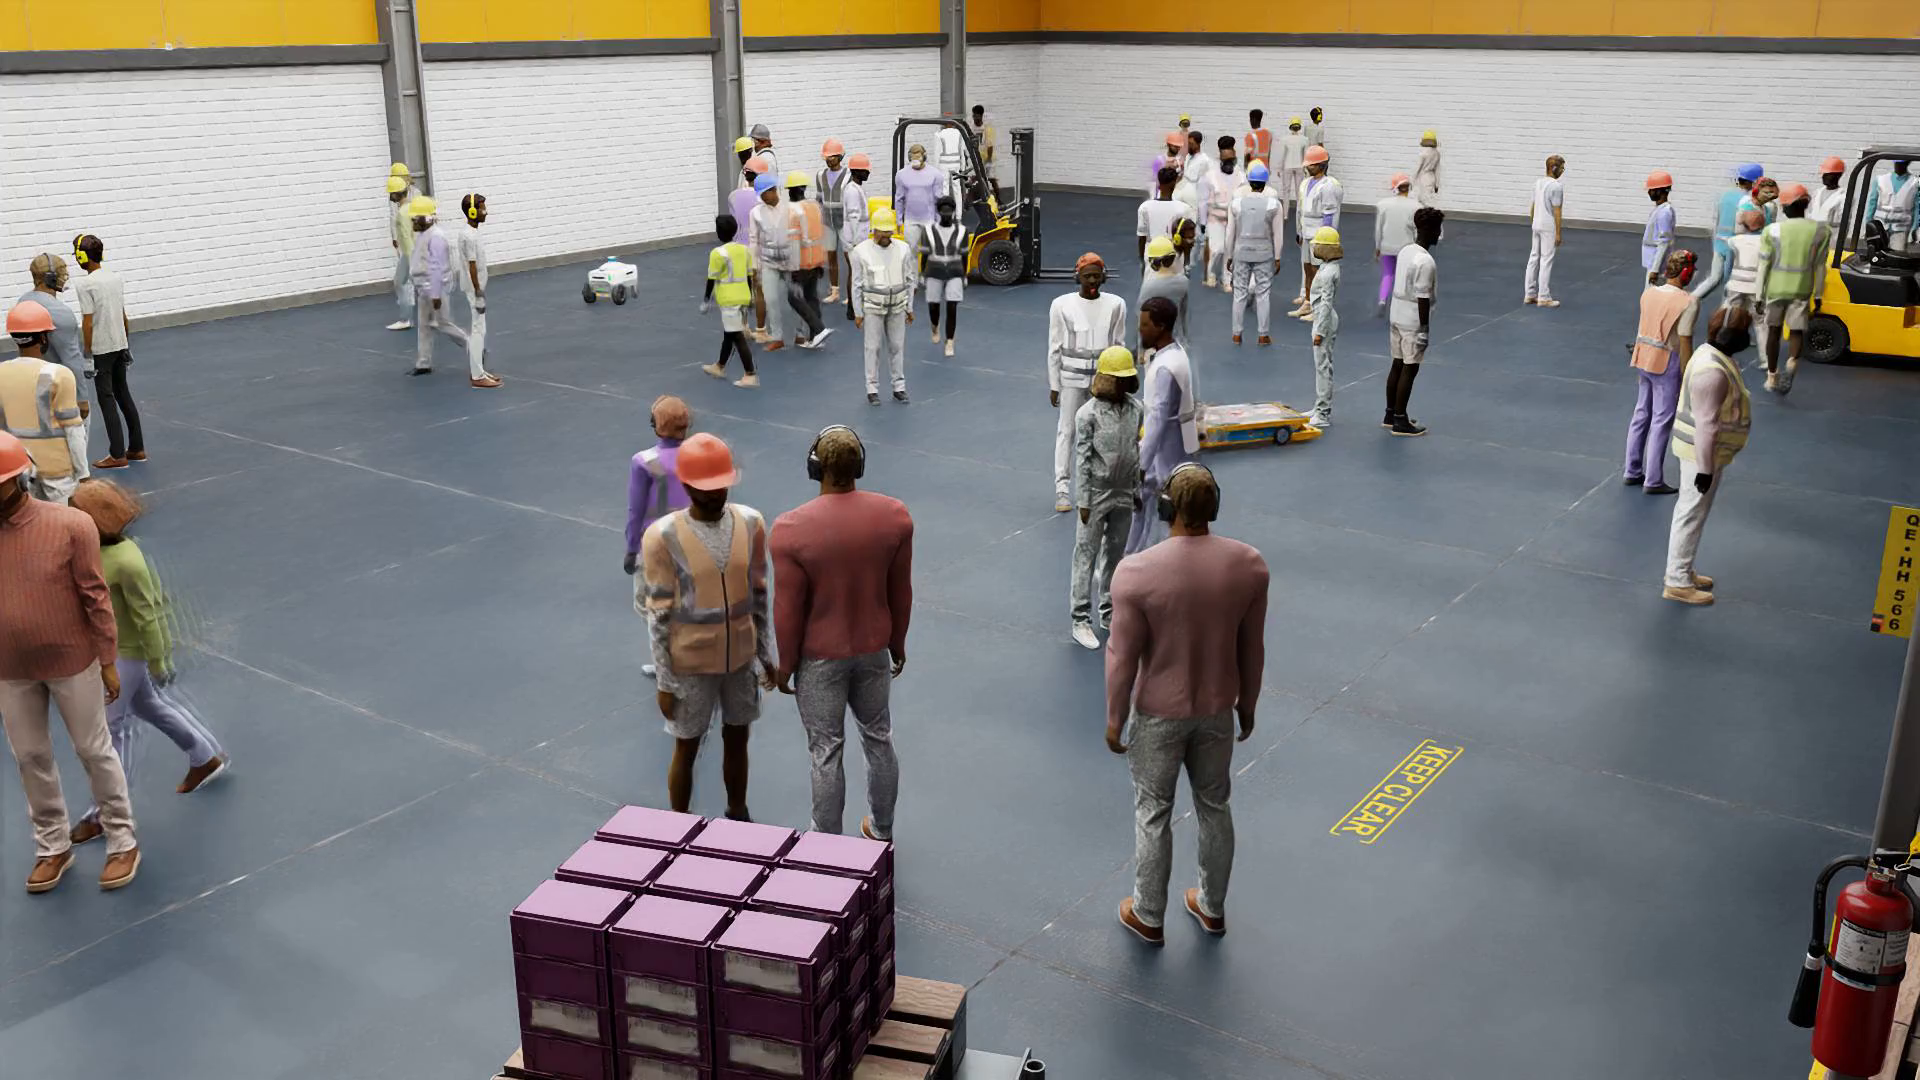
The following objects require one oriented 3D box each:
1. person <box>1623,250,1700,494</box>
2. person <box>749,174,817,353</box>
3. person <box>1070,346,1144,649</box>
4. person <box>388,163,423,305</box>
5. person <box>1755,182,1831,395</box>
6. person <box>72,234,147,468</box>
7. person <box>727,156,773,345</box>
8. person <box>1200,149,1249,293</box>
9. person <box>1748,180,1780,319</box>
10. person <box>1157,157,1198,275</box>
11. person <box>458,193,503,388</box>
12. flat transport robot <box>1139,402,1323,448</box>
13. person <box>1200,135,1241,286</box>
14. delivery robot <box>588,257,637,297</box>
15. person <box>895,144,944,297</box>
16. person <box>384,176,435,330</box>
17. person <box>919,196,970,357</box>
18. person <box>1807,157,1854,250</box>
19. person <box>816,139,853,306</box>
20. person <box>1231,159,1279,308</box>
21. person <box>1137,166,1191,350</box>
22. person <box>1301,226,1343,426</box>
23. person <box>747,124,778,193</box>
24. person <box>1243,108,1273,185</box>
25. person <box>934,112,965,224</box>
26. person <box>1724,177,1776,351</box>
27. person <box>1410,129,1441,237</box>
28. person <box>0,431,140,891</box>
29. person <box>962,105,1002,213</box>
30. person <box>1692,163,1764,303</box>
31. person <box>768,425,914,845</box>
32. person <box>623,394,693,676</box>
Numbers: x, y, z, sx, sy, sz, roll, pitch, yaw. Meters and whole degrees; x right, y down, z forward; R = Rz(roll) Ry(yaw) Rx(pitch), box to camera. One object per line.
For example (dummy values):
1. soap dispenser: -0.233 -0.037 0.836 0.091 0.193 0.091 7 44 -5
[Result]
1. person: 5.271 -1.257 12.522 0.391 1.837 0.560 -5 18 -14
2. person: -1.872 -2.940 17.707 0.715 1.901 0.479 0 18 0
3. person: 0.866 -0.253 9.527 0.486 1.744 0.311 -13 22 -35
4. person: -6.852 -3.788 20.607 0.321 1.737 0.487 12 22 34
5. person: 7.798 -2.333 15.635 0.630 2.001 0.799 7 19 21
6. person: -6.807 -1.496 13.241 0.341 1.857 0.524 3 18 8
7. person: -2.219 -3.145 18.115 0.613 2.033 0.411 10 20 28
8. person: 3.424 -4.108 21.444 0.647 1.826 0.447 -3 18 -11
9. person: 9.475 -3.437 19.679 0.290 1.627 0.504 13 22 35
10. person: 2.469 -3.504 19.433 0.405 1.906 0.653 -10 20 -29
11. person: -4.660 -2.405 16.076 0.324 1.862 0.511 -5 18 -16
12. flat transport robot: 2.306 -0.975 14.166 1.431 0.197 0.652 -7 19 -21
13. person: 3.452 -4.345 21.968 0.614 1.963 0.362 16 24 41
14. delivery robot: -4.349 -3.308 20.852 0.477 0.478 0.707 6 19 18
15. person: -0.514 -4.041 21.086 0.636 1.930 0.382 3 18 11
16. person: -6.298 -3.246 18.888 0.729 1.734 0.554 0 18 1
17. person: -0.159 -2.804 17.593 0.544 1.682 0.525 -1 18 -2
18. person: 9.912 -3.408 19.100 0.438 1.936 0.557 -6 19 -17
19. person: -1.520 -3.895 20.464 0.607 2.035 0.414 10 20 28
20. person: 3.573 -3.721 20.277 0.598 1.805 0.751 6 19 19
21. person: 2.174 -2.968 17.660 0.605 1.966 0.367 8 20 25
22. person: 3.165 -1.870 14.588 0.297 1.744 0.487 4 18 12
23. person: -2.774 -4.705 22.972 0.538 2.000 0.686 -2 18 -7
24. person: 5.080 -6.304 28.146 0.607 1.944 0.712 -12 22 -34
25. person: -0.179 -6.303 28.223 0.583 1.882 0.337 -7 19 -22
26. person: 8.459 -2.974 17.886 0.563 1.838 0.389 -15 23 -39
27. person: 7.476 -5.719 26.700 0.489 1.697 0.904 -15 23 -38
28. person: -3.763 0.502 6.792 0.626 1.980 0.411 -2 18 -8
29. person: 0.395 -6.860 29.944 0.617 1.897 1.075 16 24 41
30. person: 8.647 -3.295 18.794 0.795 1.915 0.615 -5 18 -14
31. person: -0.495 0.463 6.973 0.630 1.940 0.372 -9 20 -26
32. person: -1.543 0.031 8.842 0.561 1.612 0.540 12 22 34
